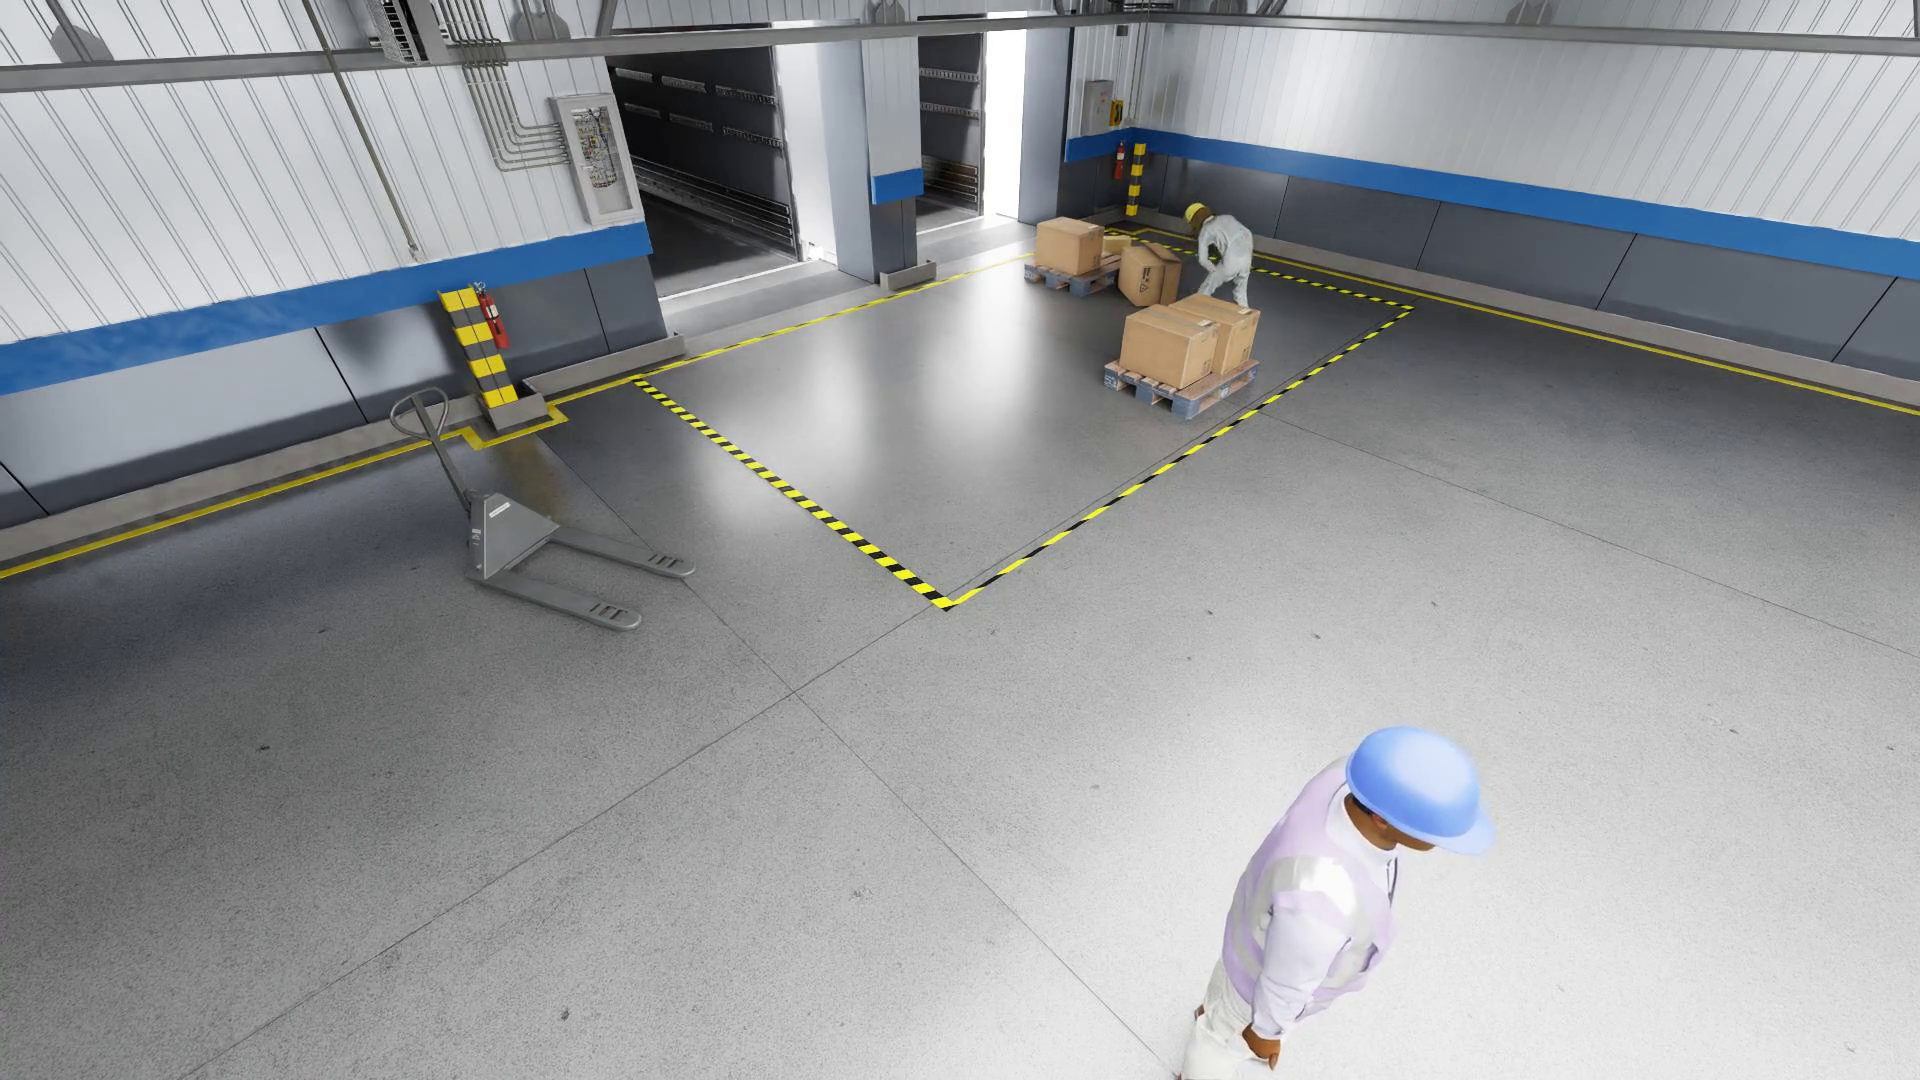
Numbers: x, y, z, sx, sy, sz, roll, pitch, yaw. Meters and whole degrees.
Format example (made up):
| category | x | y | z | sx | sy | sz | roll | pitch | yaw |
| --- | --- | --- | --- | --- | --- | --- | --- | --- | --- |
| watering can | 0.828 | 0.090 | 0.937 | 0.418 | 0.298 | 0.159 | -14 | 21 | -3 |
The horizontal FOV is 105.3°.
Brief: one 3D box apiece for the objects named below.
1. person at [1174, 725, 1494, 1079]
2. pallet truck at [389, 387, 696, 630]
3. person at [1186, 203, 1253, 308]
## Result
| category | x | y | z | sx | sy | sz | roll | pitch | yaw |
| --- | --- | --- | --- | --- | --- | --- | --- | --- | --- |
| person | 0.978 | 1.193 | 2.149 | 0.401 | 1.948 | 0.604 | 24 | 44 | 28 |
| pallet truck | -2.613 | -0.247 | 4.593 | 1.601 | 1.201 | 0.680 | 14 | 40 | 17 |
| person | 2.772 | -2.882 | 7.937 | 0.722 | 1.333 | 0.841 | -15 | 40 | -18 |
